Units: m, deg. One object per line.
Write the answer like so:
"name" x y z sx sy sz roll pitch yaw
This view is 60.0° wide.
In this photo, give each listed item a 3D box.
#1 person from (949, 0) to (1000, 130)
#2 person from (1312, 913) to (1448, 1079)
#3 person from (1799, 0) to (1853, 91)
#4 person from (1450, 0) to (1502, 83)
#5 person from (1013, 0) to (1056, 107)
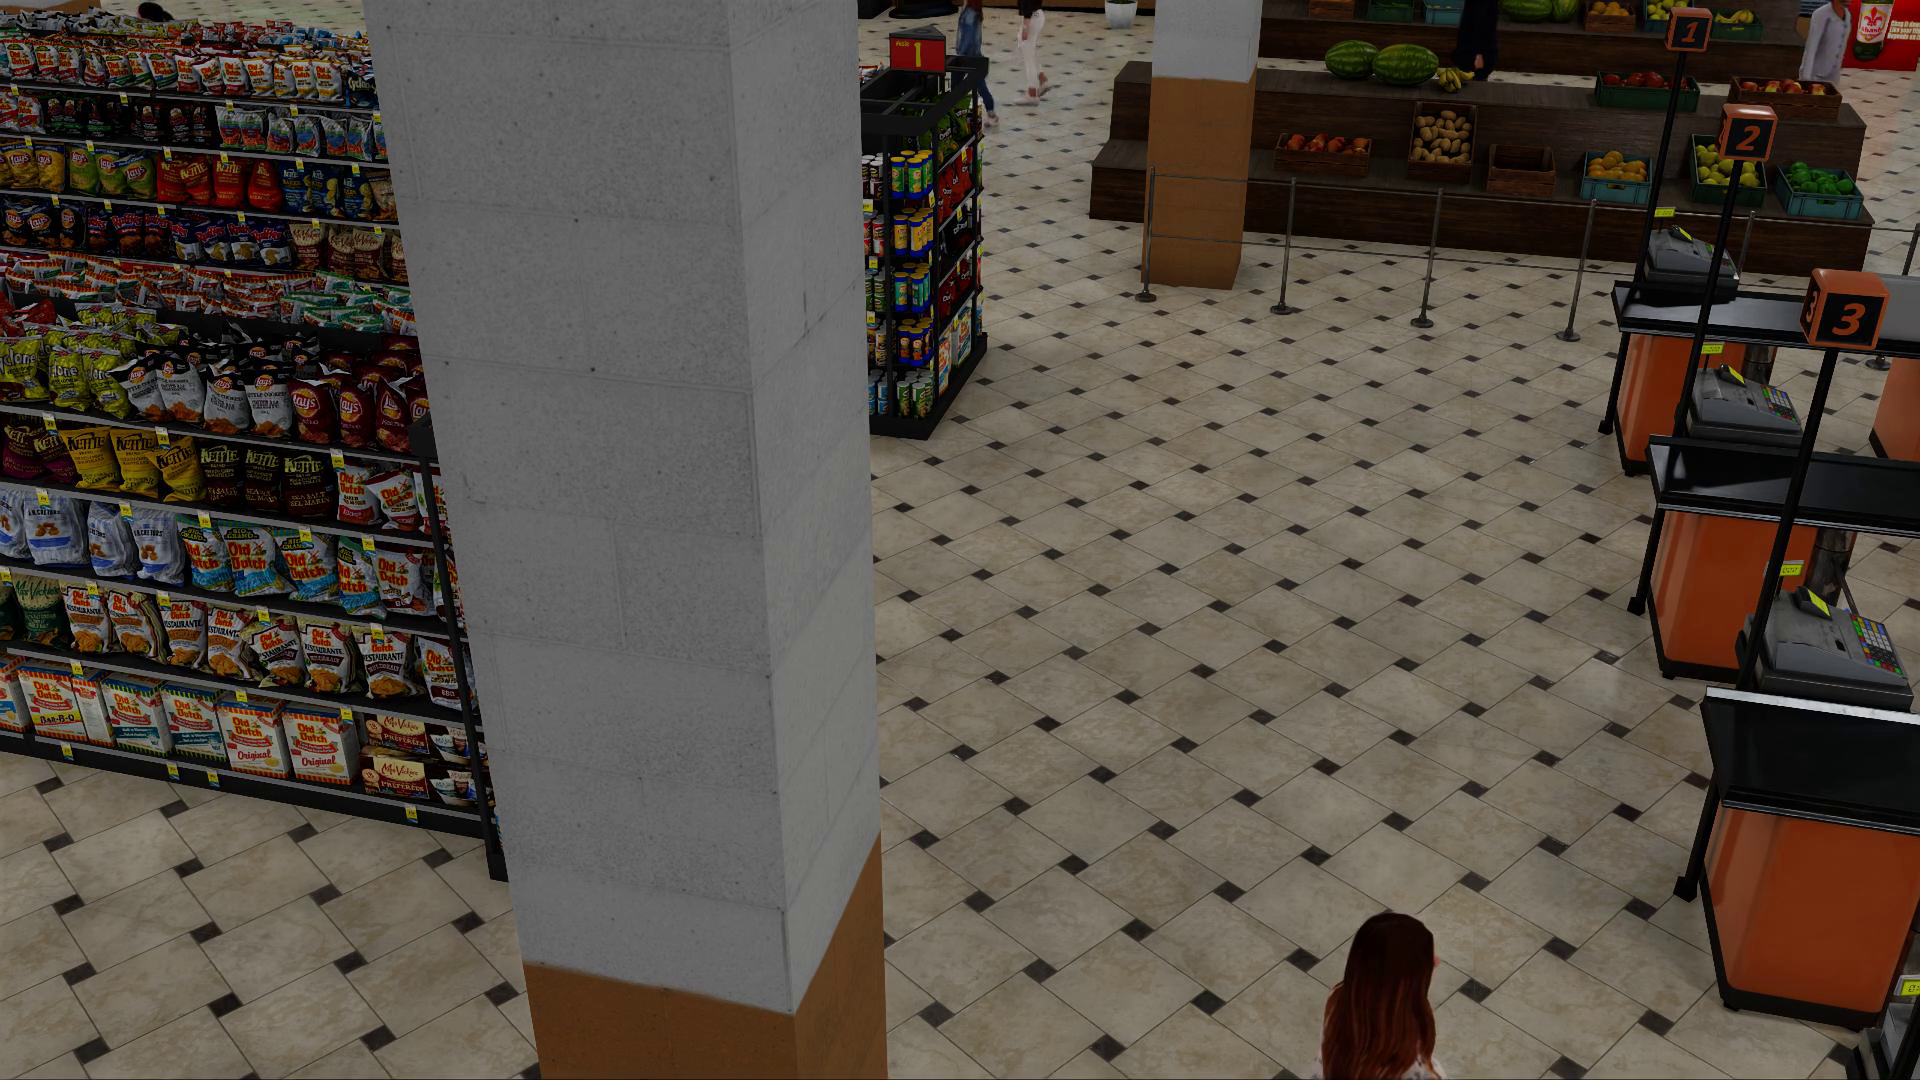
"person" 0.166 -4.709 16.233 1.049 1.442 0.824 -5 29 -8
"person" 1.024 1.650 4.287 0.655 1.728 0.650 -7 29 -12
"person" 7.729 -4.243 15.091 0.956 1.718 0.992 -12 31 -21
"person" 5.023 -4.648 15.898 0.878 1.655 0.694 9 30 16
"person" 0.811 -5.314 17.078 0.672 1.694 0.651 5 29 9
